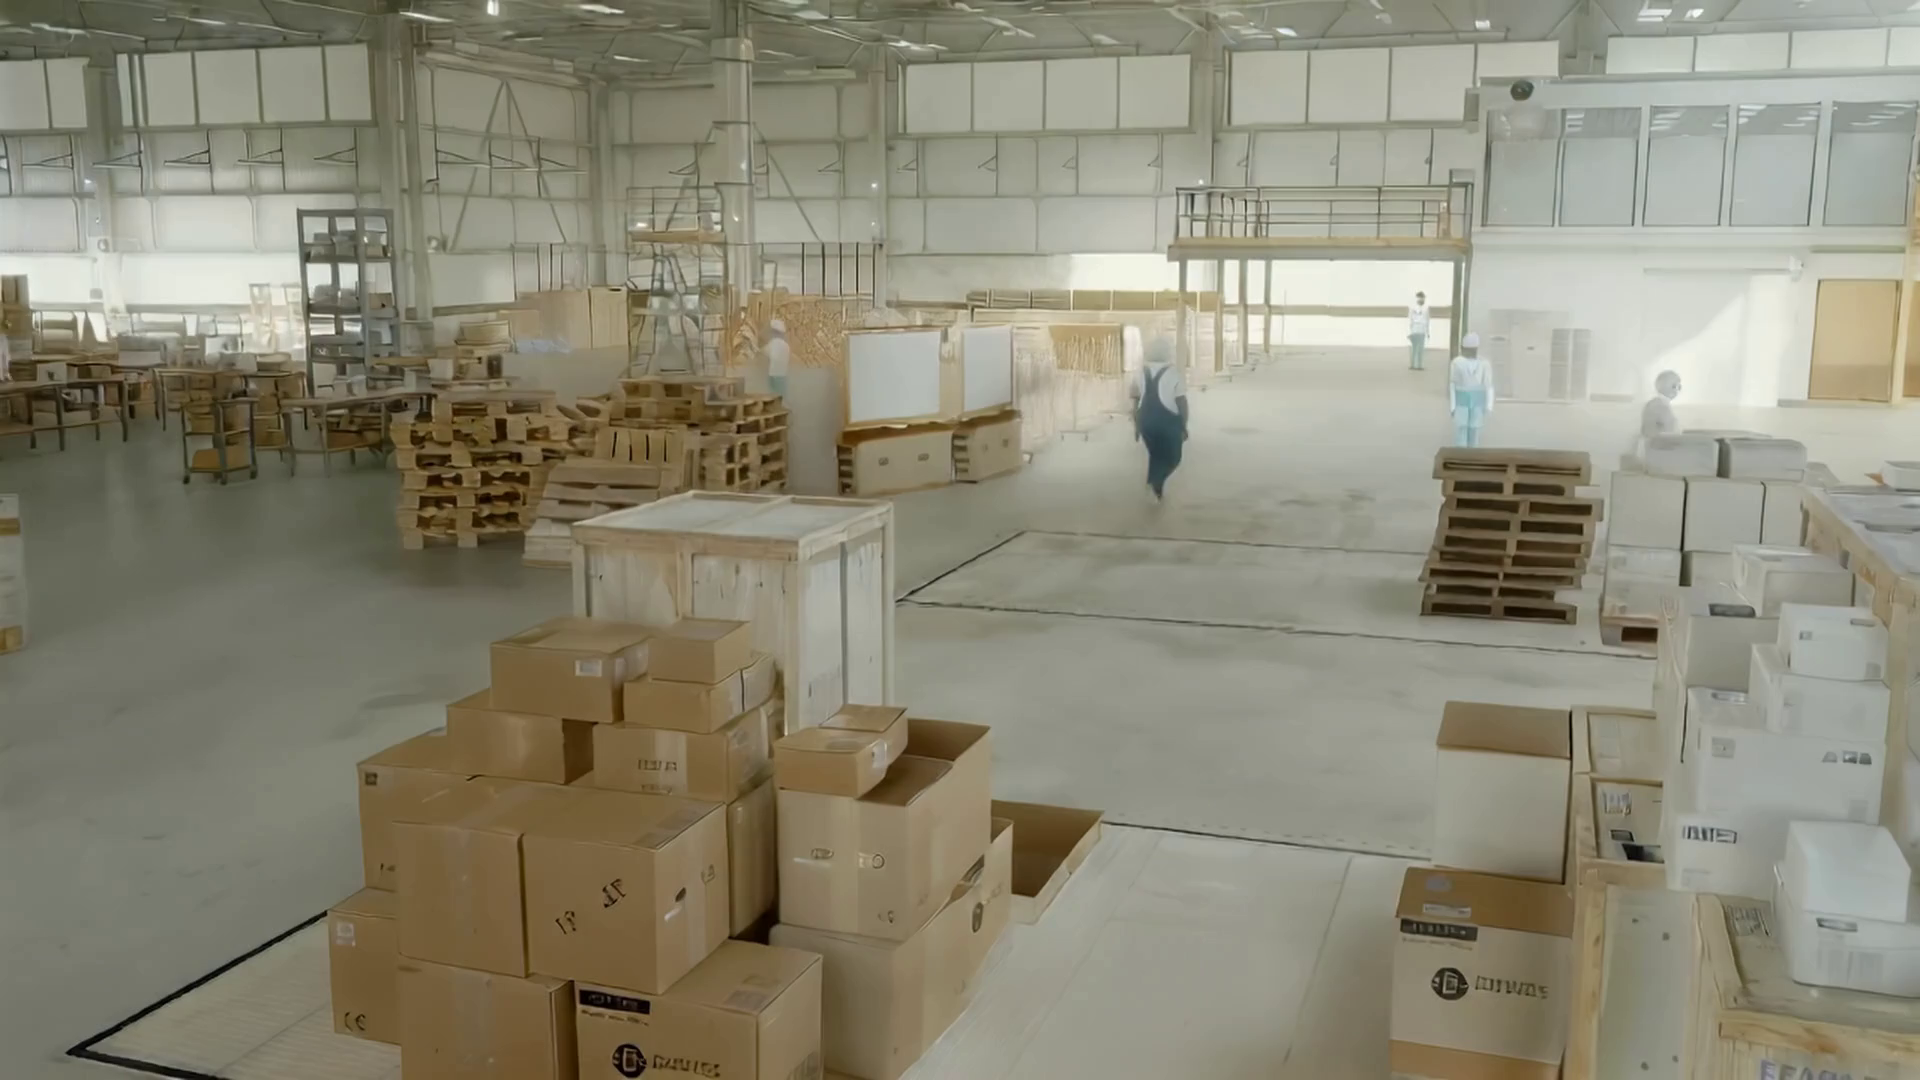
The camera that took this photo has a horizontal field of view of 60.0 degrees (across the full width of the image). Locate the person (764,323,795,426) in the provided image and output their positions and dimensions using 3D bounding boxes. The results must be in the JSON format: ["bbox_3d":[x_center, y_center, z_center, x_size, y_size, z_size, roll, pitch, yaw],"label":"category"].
[{"bbox_3d":[-3.071,-2.746,27.758,0.526,1.737,0.775,7,12,33],"label":"person"}]

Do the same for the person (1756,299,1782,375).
[{"bbox_3d":[18.551,-4.616,38.001,0.909,1.841,0.526,0,10,2],"label":"person"}]

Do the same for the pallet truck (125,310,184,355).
[{"bbox_3d":[-22.038,-5.665,45.457,0.704,1.261,1.522,3,11,17],"label":"pallet truck"}]

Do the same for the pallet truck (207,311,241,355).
[{"bbox_3d":[-19.537,-5.575,44.913,0.653,1.274,1.630,3,11,19],"label":"pallet truck"}]

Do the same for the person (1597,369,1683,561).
[{"bbox_3d":[6.541,-0.663,15.621,1.014,1.889,0.648,3,11,18],"label":"person"}]

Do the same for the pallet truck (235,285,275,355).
[{"bbox_3d":[-18.327,-5.835,44.421,0.823,1.965,1.885,4,11,23],"label":"pallet truck"}]

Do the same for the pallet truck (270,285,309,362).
[{"bbox_3d":[-17.147,-5.700,43.663,0.823,1.965,1.885,3,11,17],"label":"pallet truck"}]

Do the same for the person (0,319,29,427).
[{"bbox_3d":[-15.957,-2.784,27.796,0.547,1.798,0.929,8,13,38],"label":"person"}]

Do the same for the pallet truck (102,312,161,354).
[{"bbox_3d":[-23.057,-5.777,46.261,0.680,1.201,1.601,3,11,19],"label":"pallet truck"}]

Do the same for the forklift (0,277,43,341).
[{"bbox_3d":[-27.151,-6.329,46.328,1.157,1.987,2.680,3,11,17],"label":"forklift"}]

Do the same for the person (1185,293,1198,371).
[{"bbox_3d":[5.512,-4.993,40.003,0.355,1.883,0.575,-3,11,-16],"label":"person"}]

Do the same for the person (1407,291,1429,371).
[{"bbox_3d":[11.041,-5.023,40.044,0.585,1.928,0.366,-4,11,-21],"label":"person"}]

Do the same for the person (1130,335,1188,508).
[{"bbox_3d":[2.267,-1.356,19.075,0.691,2.000,0.754,8,13,37],"label":"person"}]

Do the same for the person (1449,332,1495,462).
[{"bbox_3d":[6.726,-1.777,21.859,0.571,1.883,0.980,1,10,7],"label":"person"}]
